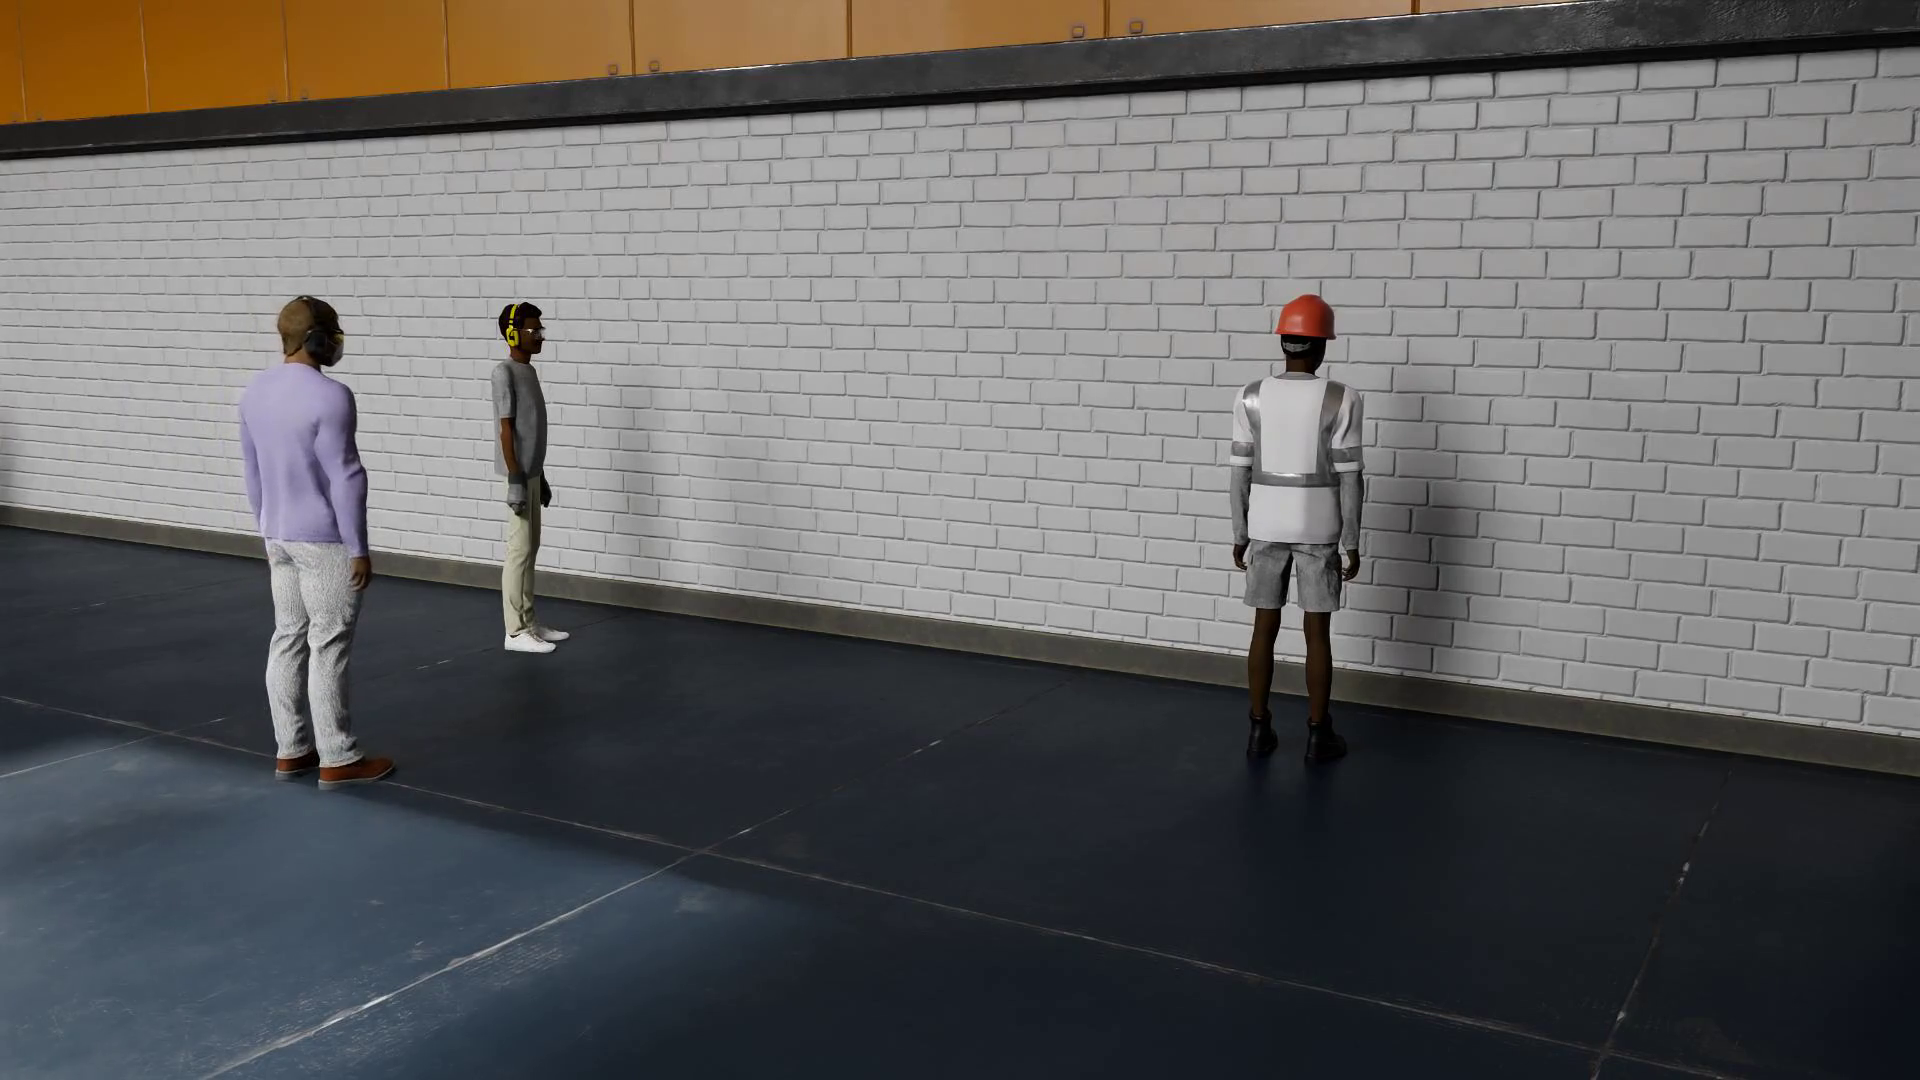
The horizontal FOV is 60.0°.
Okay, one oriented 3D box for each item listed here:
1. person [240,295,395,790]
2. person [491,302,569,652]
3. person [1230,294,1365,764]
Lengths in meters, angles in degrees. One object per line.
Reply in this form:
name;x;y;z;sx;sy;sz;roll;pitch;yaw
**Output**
person;-2.550;0.013;6.560;0.635;1.937;0.352;6;11;34
person;-2.326;-0.337;8.955;0.328;1.872;0.513;0;9;0
person;1.401;-0.043;6.914;0.551;1.934;0.373;4;10;25
